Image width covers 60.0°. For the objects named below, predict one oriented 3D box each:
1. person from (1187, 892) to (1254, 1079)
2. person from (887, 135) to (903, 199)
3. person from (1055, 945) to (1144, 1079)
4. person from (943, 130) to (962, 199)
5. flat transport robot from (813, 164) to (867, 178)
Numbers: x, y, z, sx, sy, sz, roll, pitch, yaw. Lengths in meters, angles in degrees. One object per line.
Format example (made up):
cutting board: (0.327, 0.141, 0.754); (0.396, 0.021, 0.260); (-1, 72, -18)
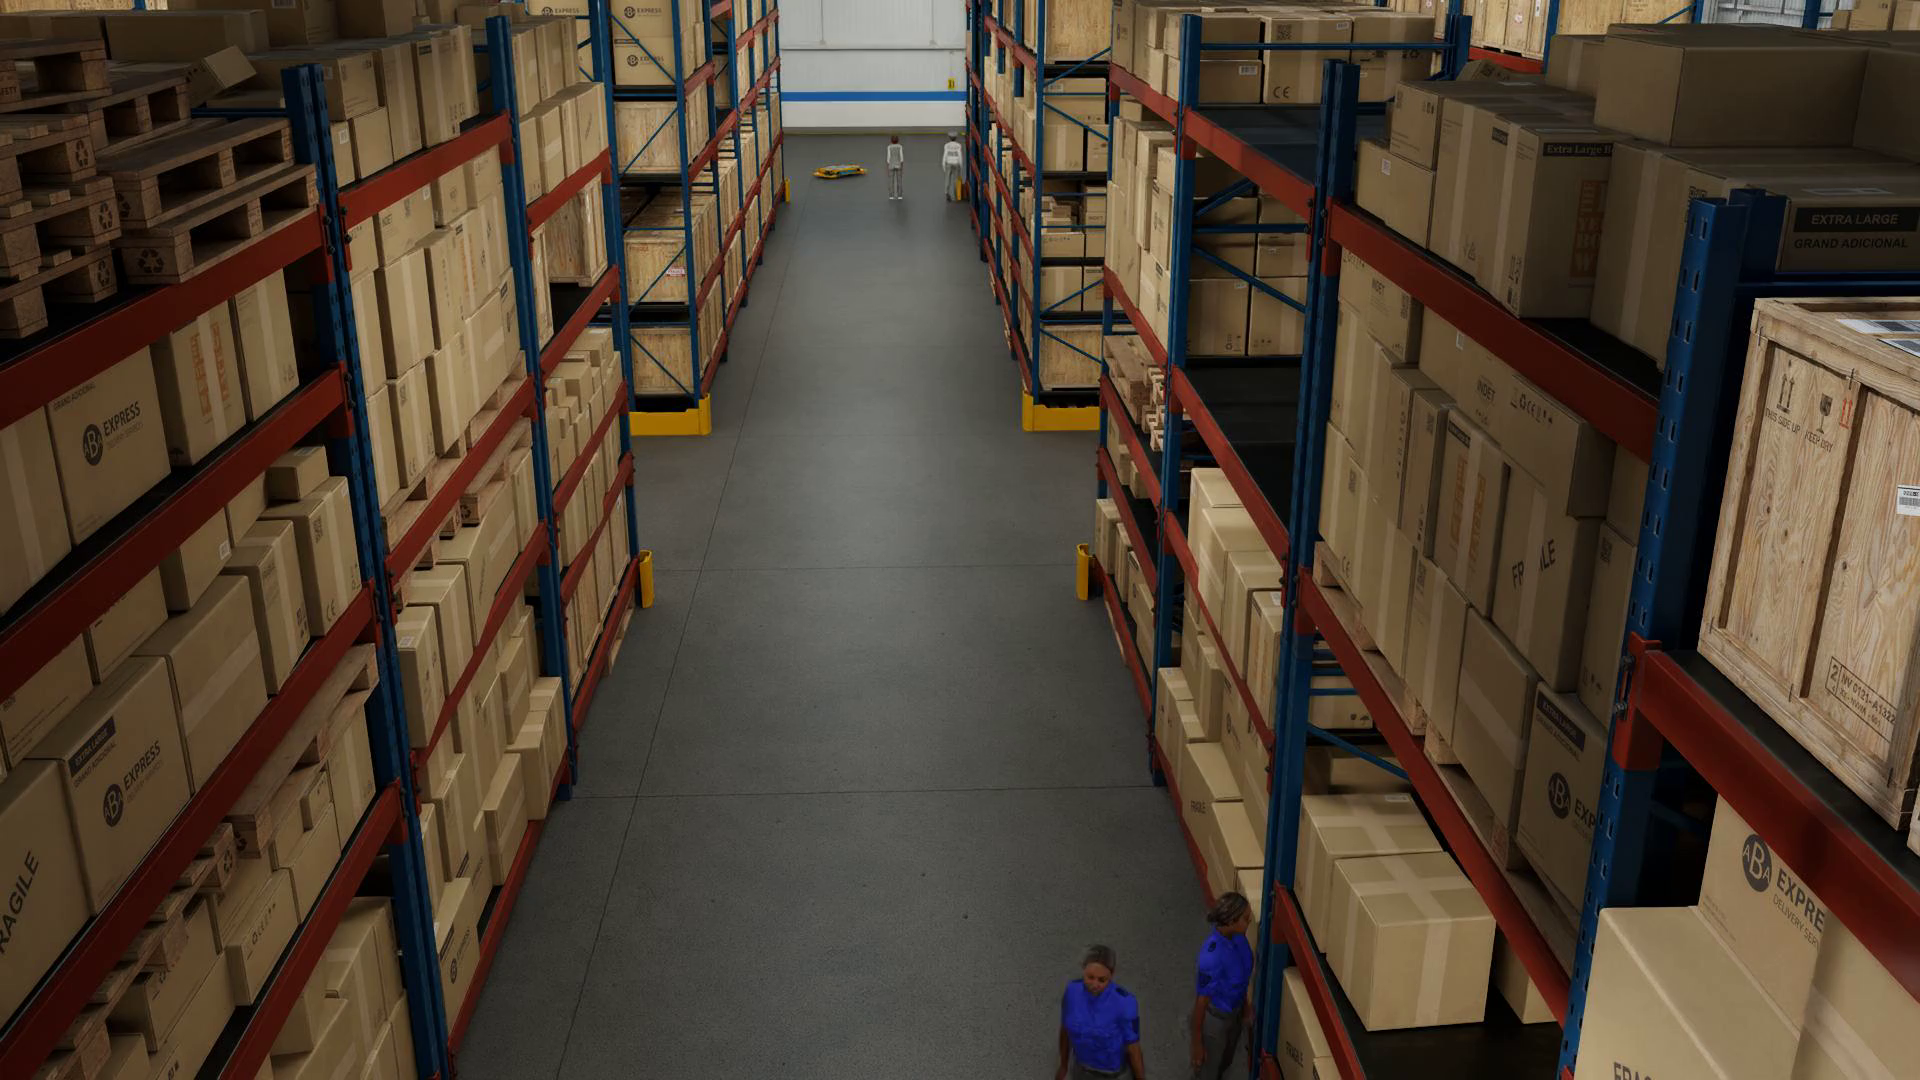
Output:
person: (1.427, 2.706, 9.371); (0.397, 1.677, 0.577); (14, 24, 32)
person: (-1.635, -9.398, 41.911); (0.412, 1.604, 0.323); (-2, 21, -4)
person: (0.754, 2.889, 8.848); (0.586, 1.668, 0.377); (13, 24, 32)
person: (-0.186, -9.494, 42.042); (0.503, 1.688, 0.681); (1, 20, 3)
flat transport robot: (-3.325, -10.202, 46.056); (0.659, 0.250, 1.431); (18, 27, 40)
